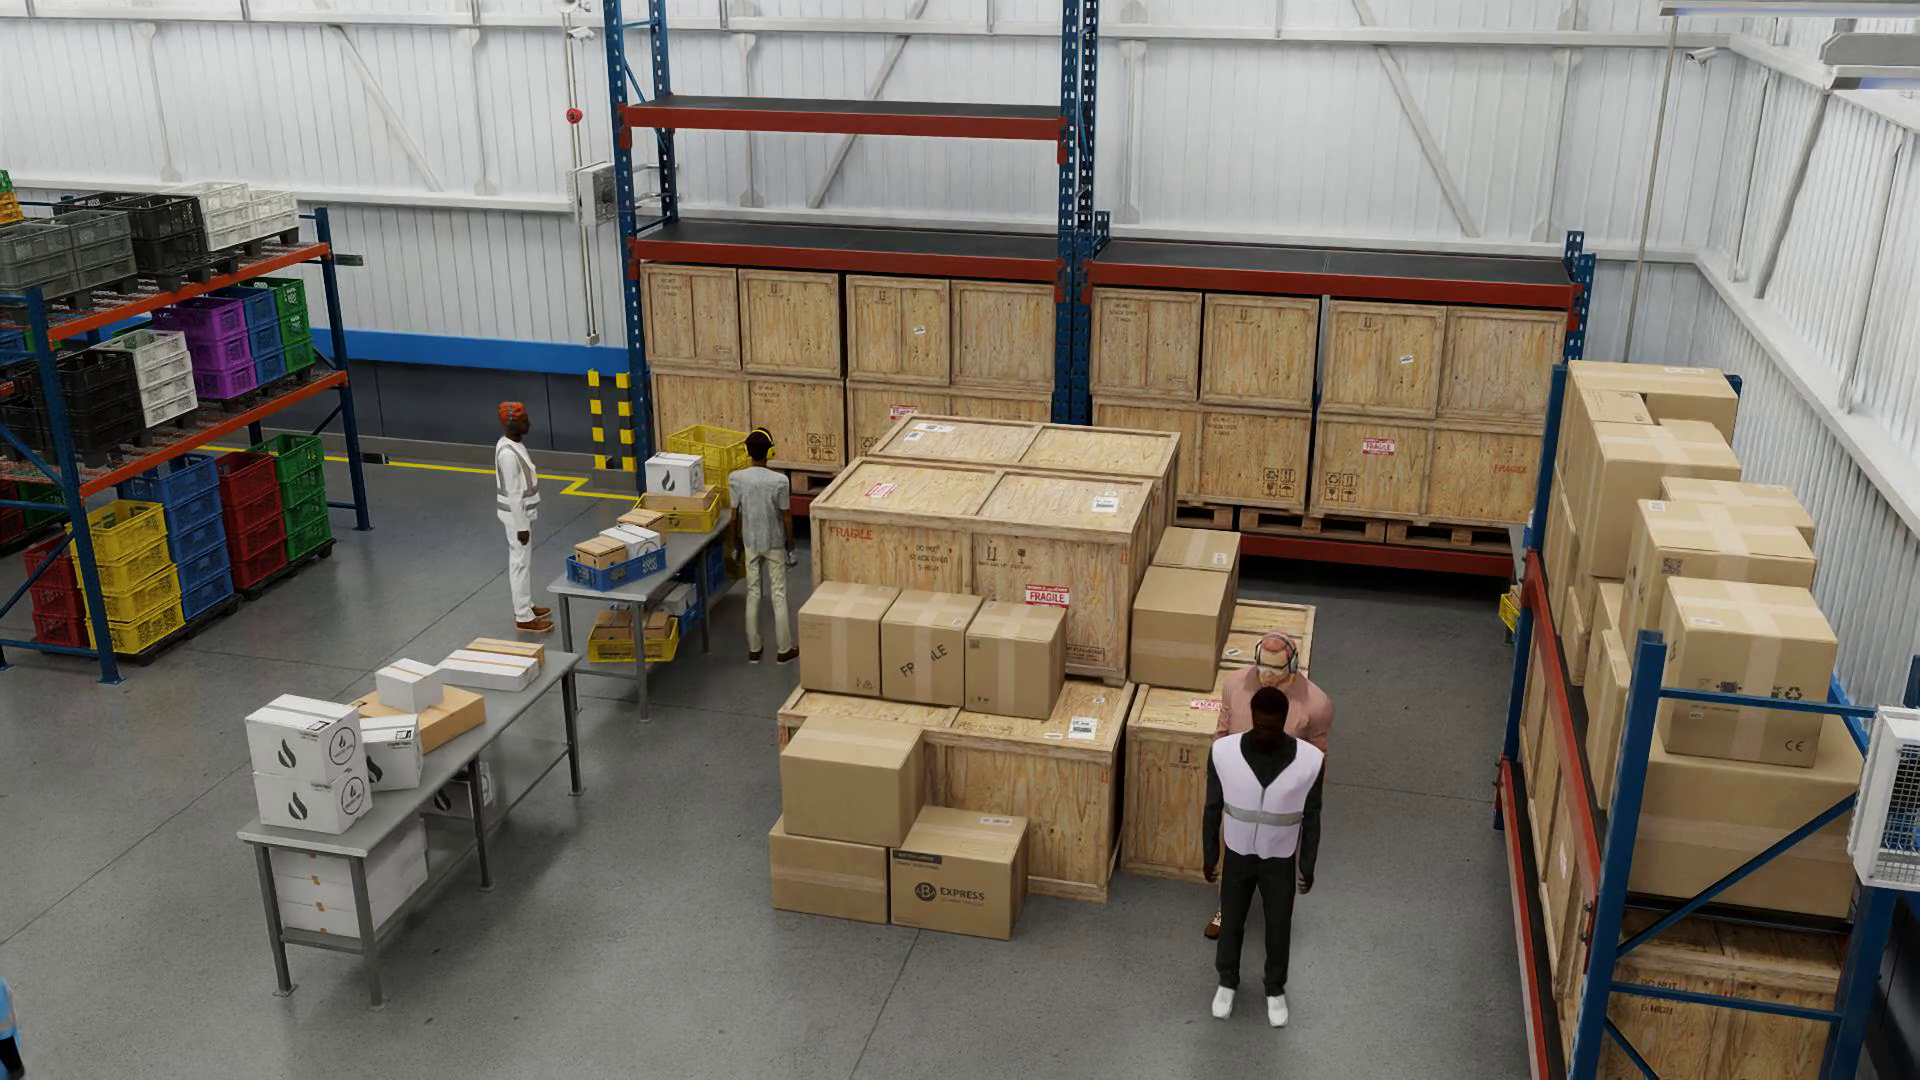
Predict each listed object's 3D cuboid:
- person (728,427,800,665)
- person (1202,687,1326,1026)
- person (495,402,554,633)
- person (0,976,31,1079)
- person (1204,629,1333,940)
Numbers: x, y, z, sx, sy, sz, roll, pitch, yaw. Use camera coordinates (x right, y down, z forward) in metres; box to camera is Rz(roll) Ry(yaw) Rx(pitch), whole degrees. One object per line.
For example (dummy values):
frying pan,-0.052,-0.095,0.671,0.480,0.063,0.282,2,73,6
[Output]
person,-1.489,0.049,12.654,0.516,1.873,0.329,4,21,10
person,1.539,1.602,8.544,0.591,1.911,0.379,4,21,11
person,-3.501,-0.189,13.259,0.353,1.883,0.573,-5,22,-13
person,-4.189,2.255,7.121,0.535,1.697,0.322,10,23,25
person,1.672,1.375,9.139,0.638,1.906,0.408,11,23,26
